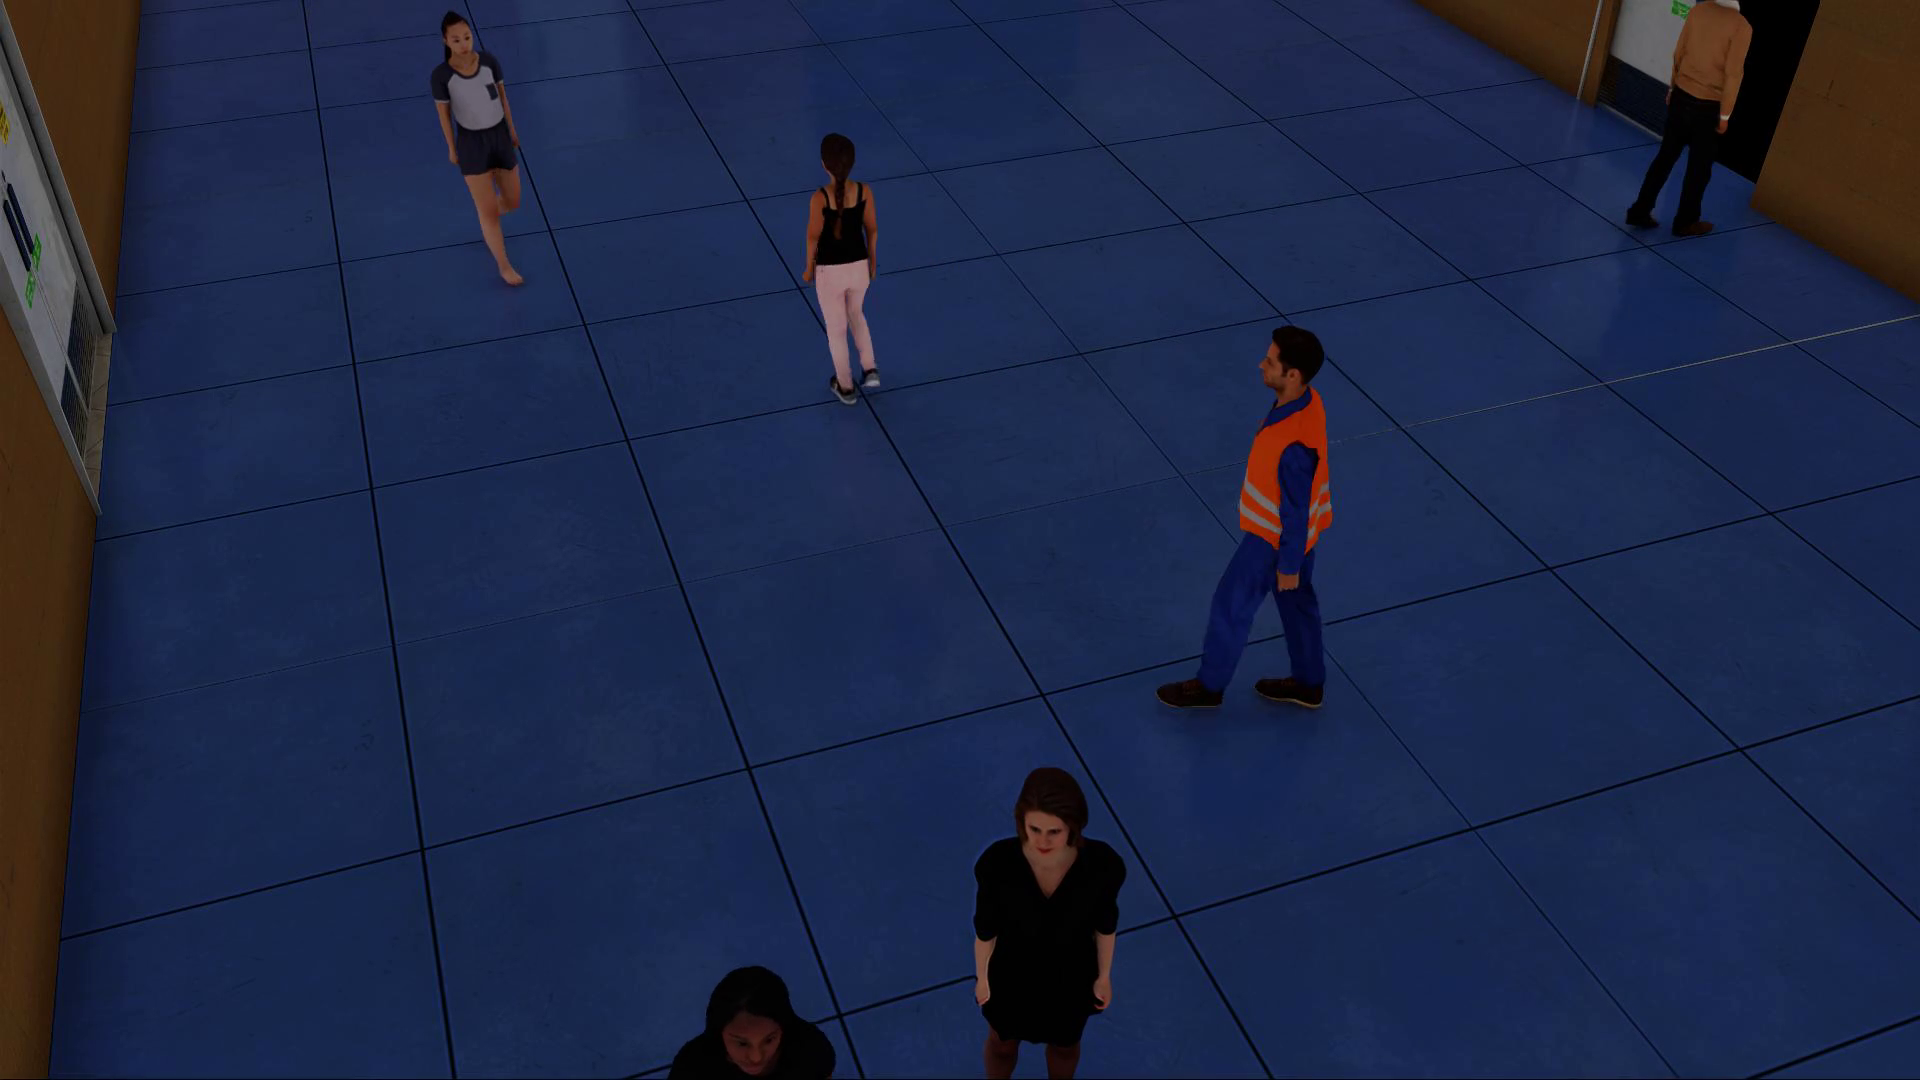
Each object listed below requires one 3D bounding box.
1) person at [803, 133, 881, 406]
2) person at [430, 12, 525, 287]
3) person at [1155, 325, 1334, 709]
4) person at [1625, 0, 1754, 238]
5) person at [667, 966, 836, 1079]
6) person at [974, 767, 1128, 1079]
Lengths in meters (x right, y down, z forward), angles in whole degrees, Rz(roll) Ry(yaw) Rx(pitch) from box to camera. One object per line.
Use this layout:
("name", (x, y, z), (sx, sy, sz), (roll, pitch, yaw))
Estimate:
("person", (-0.598, -1.391, 8.822), (0.585, 1.555, 0.623), (-17, 40, -22))
("person", (-2.916, -2.388, 10.087), (0.927, 1.632, 0.862), (-28, 45, -32))
("person", (1.393, -0.011, 6.751), (1.106, 1.835, 0.983), (6, 37, 8))
("person", (4.621, -2.752, 10.459), (0.792, 1.767, 0.699), (-16, 40, -21))
("person", (-0.564, 1.690, 4.625), (1.220, 1.665, 0.852), (-4, 37, -6))
("person", (0.250, 1.318, 5.075), (0.561, 1.704, 0.711), (0, 37, 1))
